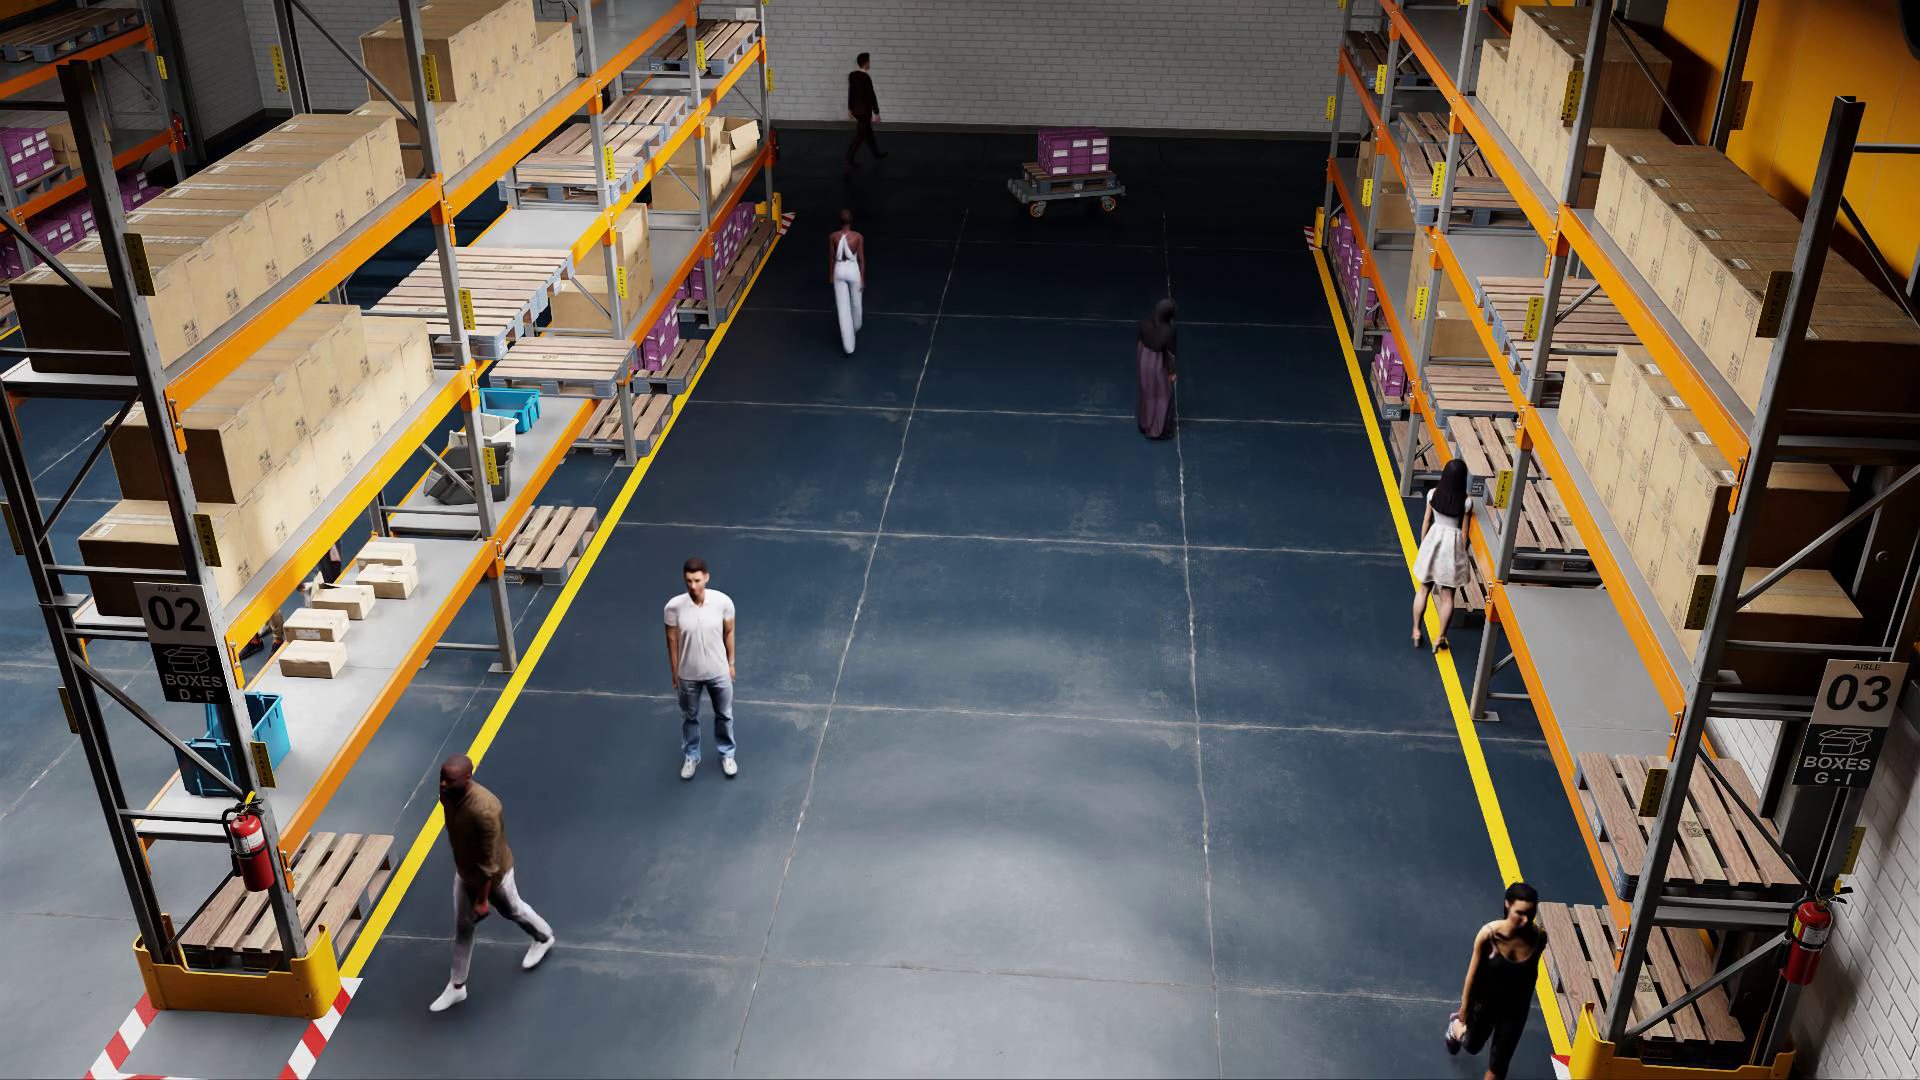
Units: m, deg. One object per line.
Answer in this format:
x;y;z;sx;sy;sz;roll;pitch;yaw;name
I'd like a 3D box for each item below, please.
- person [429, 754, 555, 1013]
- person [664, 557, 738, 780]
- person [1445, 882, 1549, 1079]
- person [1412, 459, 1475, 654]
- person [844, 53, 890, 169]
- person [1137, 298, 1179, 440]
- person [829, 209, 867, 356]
-2.948;2.078;10.553;1.114;1.787;1.304;18;34;30;person
-1.932;0.952;12.537;0.714;1.864;0.618;-3;29;-6;person
3.086;2.622;9.635;0.627;1.710;1.000;0;29;-1;person
4.110;0.130;14.143;0.774;1.769;0.794;18;33;29;person
-1.636;-6.934;27.043;1.290;1.817;1.227;-22;36;-35;person
2.101;-1.896;18.036;0.813;1.598;0.861;12;31;21;person
-1.366;-3.075;20.054;0.666;1.736;1.107;0;29;-1;person
